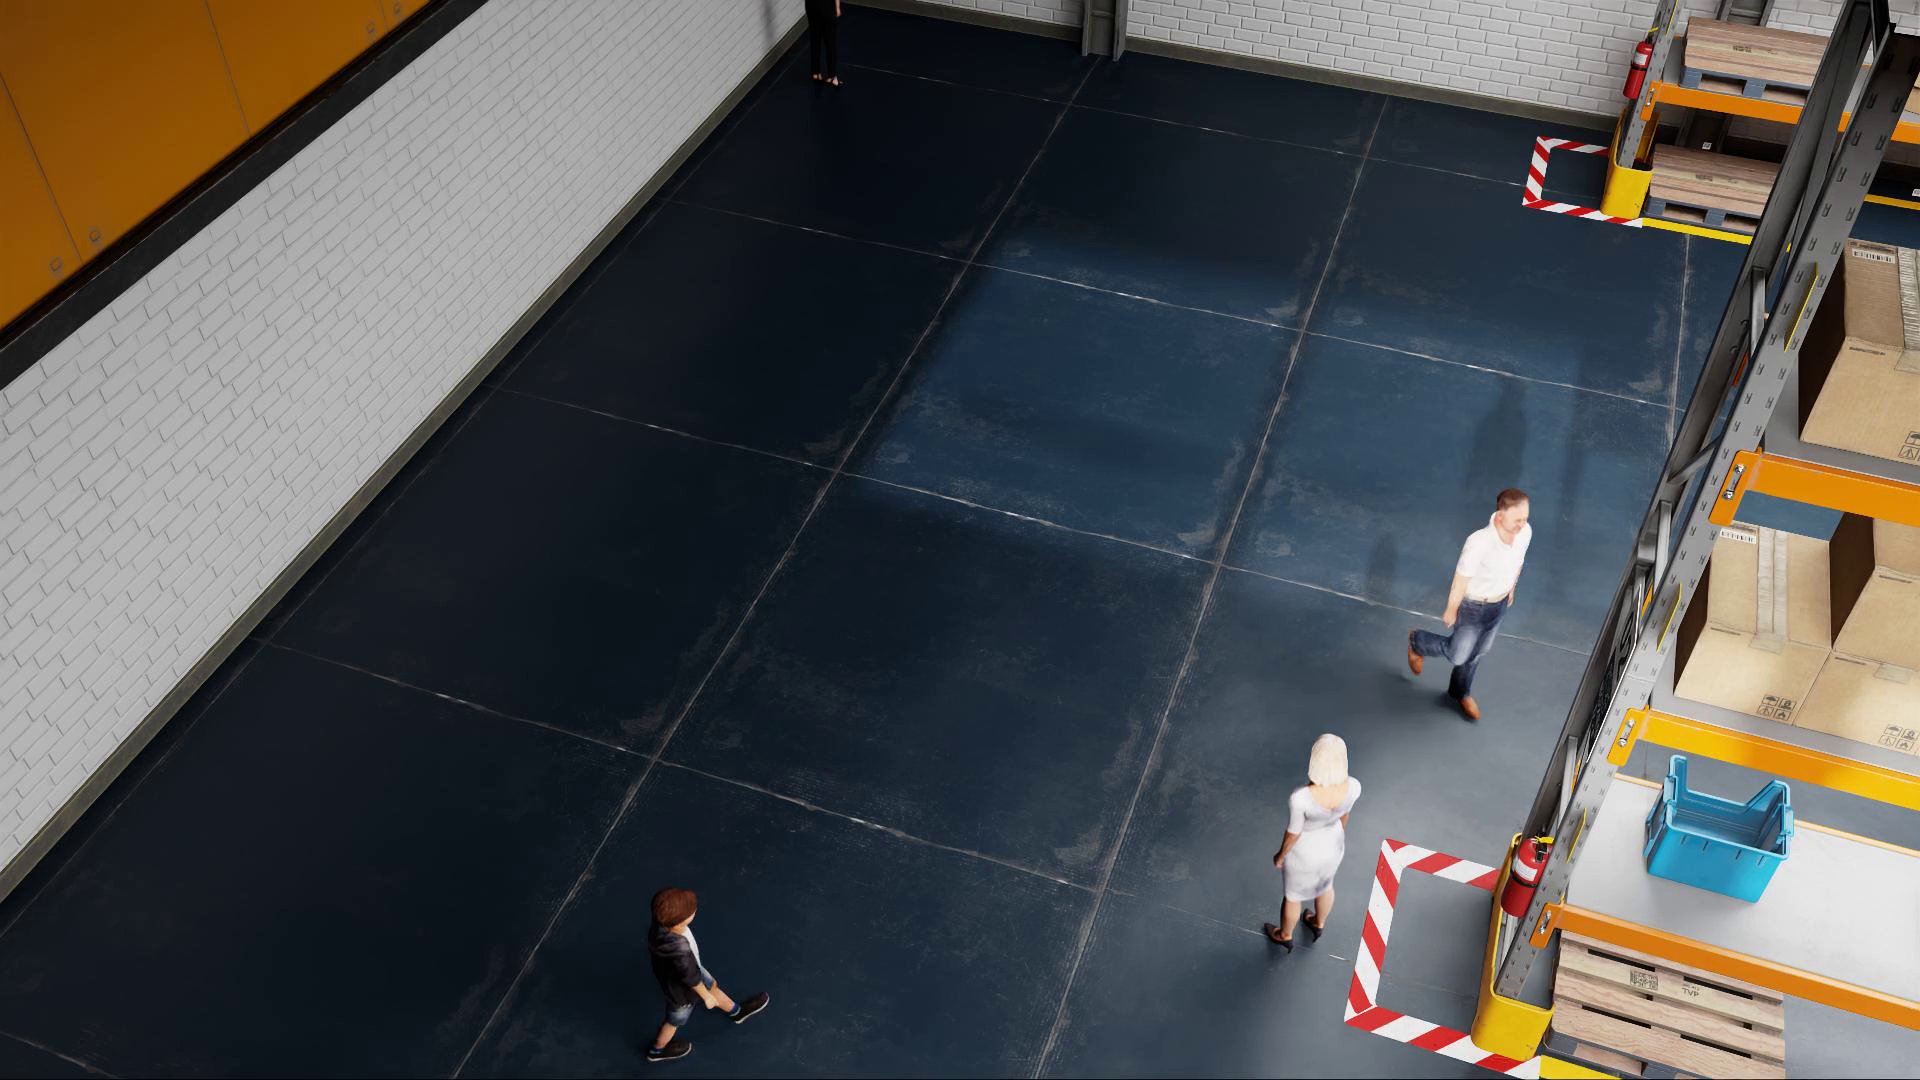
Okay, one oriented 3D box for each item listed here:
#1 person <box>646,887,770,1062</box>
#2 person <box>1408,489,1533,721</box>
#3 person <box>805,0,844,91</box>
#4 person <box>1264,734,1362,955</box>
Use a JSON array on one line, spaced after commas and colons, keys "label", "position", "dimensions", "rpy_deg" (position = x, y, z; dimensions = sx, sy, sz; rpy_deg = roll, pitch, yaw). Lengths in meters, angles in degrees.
[{"label": "person", "position": [-1.526, 2.325, 8.750], "dimensions": [1.001, 1.409, 0.912], "rpy_deg": [-16, 46, -16]}, {"label": "person", "position": [3.237, 0.318, 10.545], "dimensions": [0.960, 1.839, 1.032], "rpy_deg": [-20, 47, -20]}, {"label": "person", "position": [-1.381, -5.328, 16.546], "dimensions": [0.503, 1.736, 0.658], "rpy_deg": [23, 48, 23]}, {"label": "person", "position": [1.953, 1.696, 9.163], "dimensions": [0.627, 1.749, 0.706], "rpy_deg": [-13, 45, -13]}]
